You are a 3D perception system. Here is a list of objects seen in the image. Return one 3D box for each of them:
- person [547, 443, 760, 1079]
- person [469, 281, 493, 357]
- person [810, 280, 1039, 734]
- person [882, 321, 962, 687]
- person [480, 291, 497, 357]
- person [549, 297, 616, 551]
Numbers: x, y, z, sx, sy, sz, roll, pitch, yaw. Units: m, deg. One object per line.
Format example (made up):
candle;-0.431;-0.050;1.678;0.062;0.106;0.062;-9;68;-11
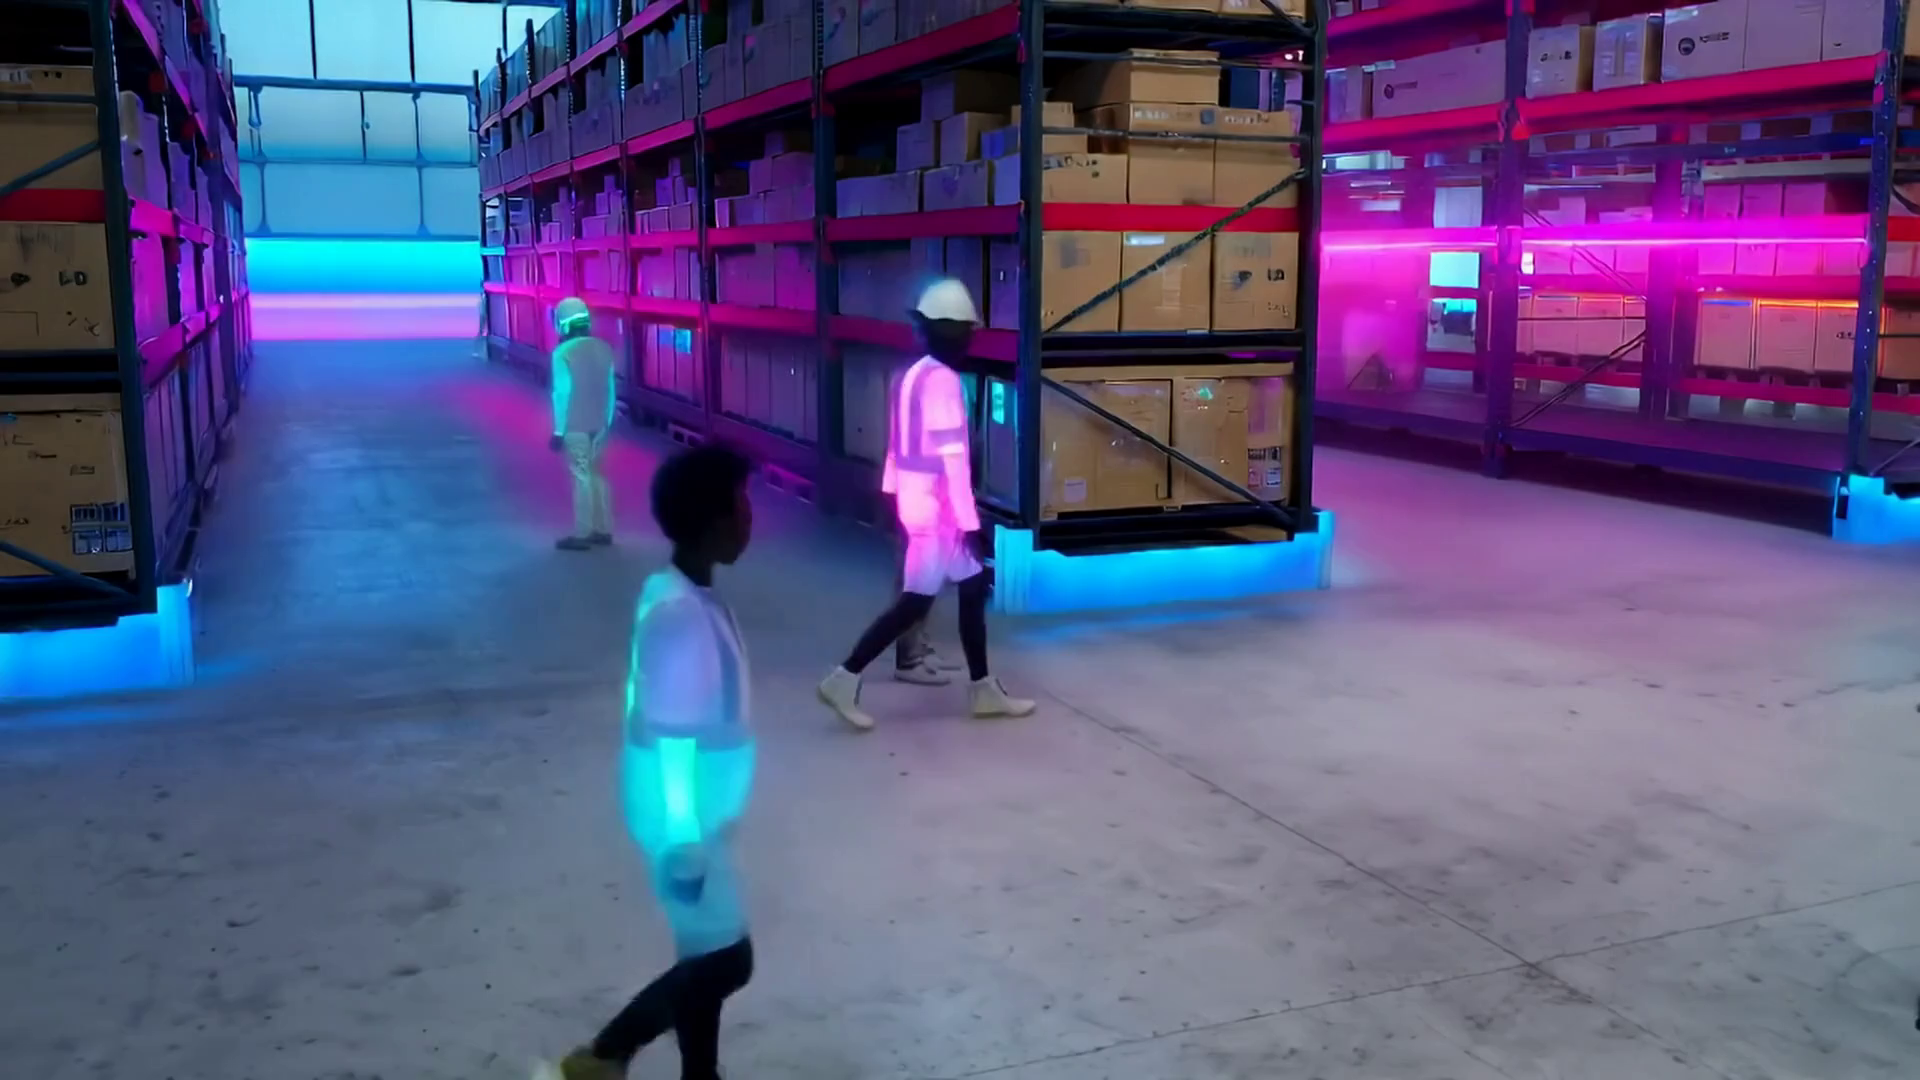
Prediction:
person;-0.649;0.611;3.766;0.438;1.677;0.547;-1;9;-3
person;-10.345;-4.849;36.459;0.939;1.690;0.556;-5;11;-26
person;-0.172;-0.138;7.340;1.005;2.008;0.619;-1;10;-6
person;-0.185;-0.213;8.241;0.374;1.840;0.568;2;10;12
person;-10.150;-5.007;36.800;0.933;1.904;0.544;-3;10;-18
person;-2.747;-0.835;12.028;0.403;1.823;0.586;6;11;30
